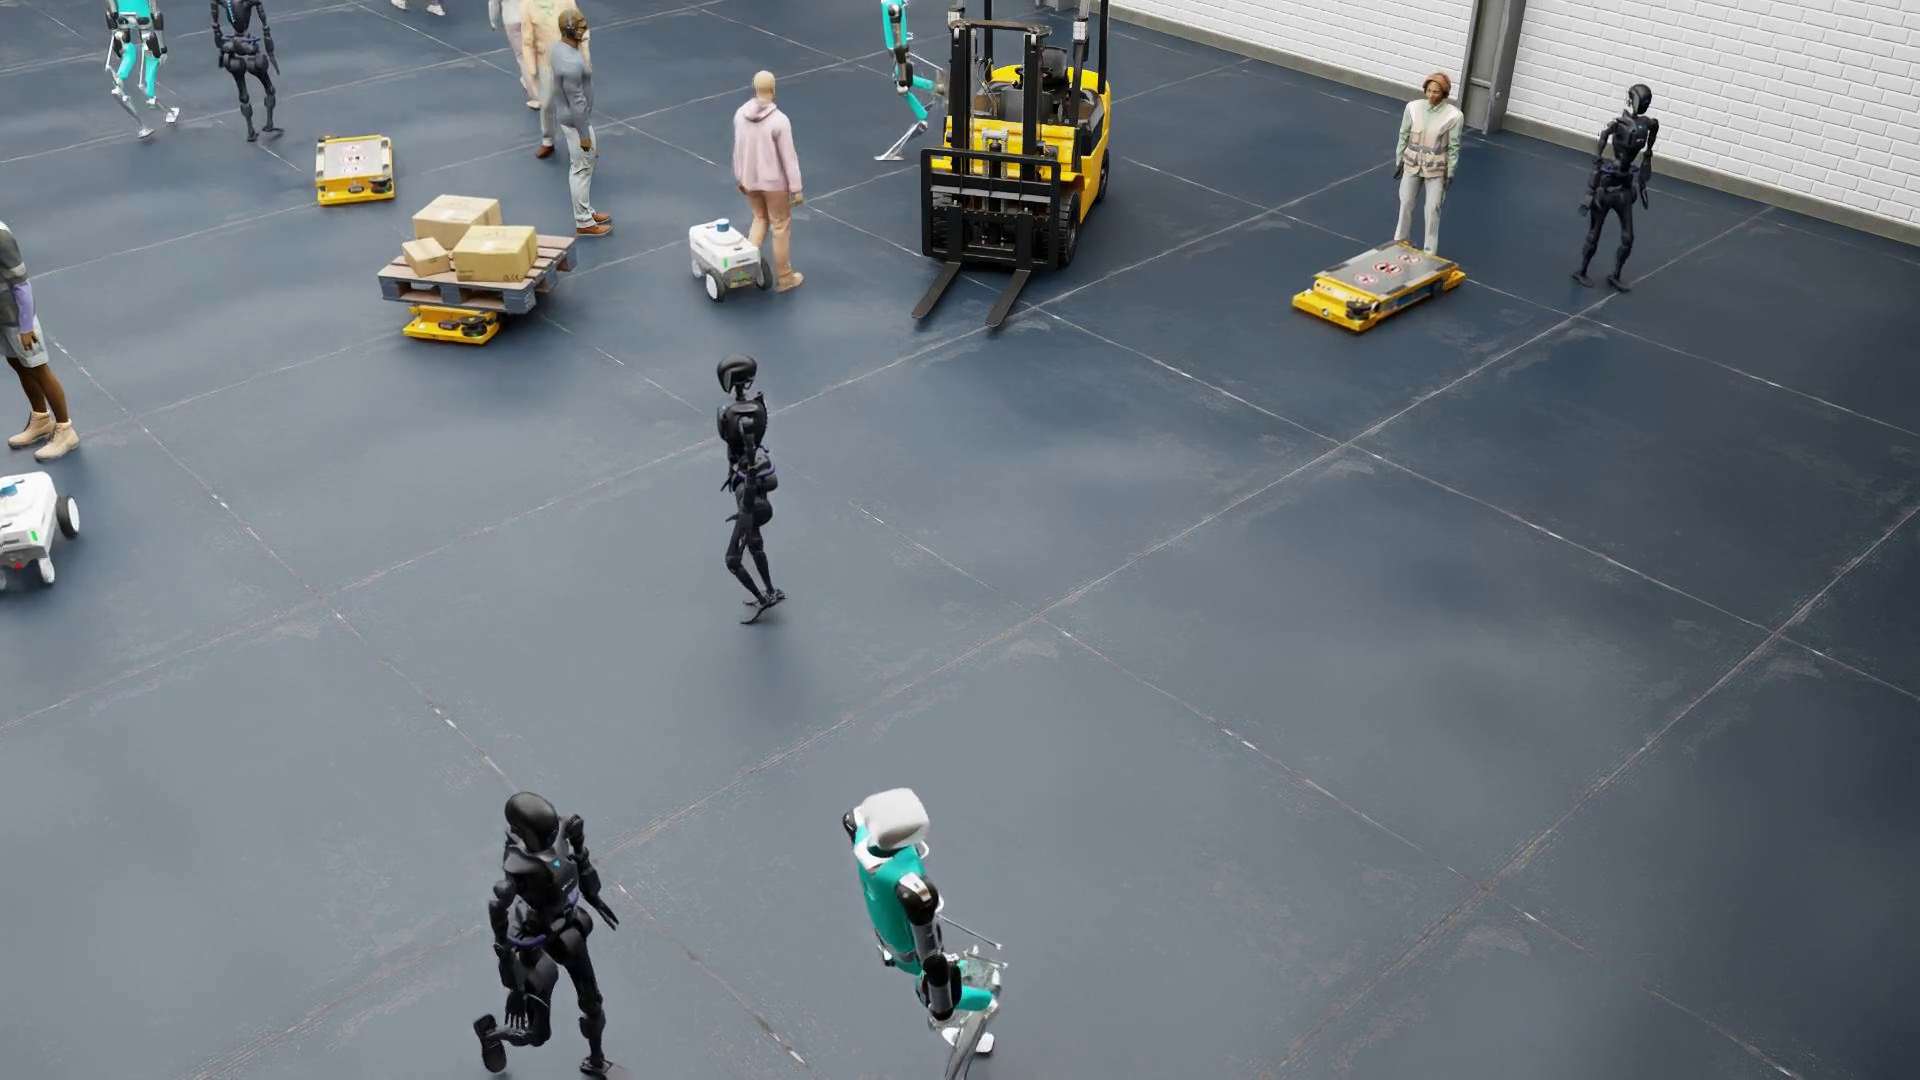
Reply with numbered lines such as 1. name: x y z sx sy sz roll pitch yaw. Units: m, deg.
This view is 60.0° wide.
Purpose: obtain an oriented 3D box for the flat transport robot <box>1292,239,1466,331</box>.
1. flat transport robot: 3.375 -2.052 13.328 1.431 0.231 0.659 -26 41 -34

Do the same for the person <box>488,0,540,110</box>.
1. person: -4.560 -5.345 17.044 0.541 1.722 0.865 -21 38 -29

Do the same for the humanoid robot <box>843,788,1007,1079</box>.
1. humanoid robot: 0.000 1.566 6.422 0.872 1.775 0.597 -18 37 -25

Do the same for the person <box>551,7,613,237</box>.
1. person: -3.224 -3.527 14.078 0.369 1.932 0.621 -10 34 -15

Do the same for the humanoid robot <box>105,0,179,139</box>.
1. humanoid robot: -7.992 -4.726 16.075 0.542 1.738 0.946 0 33 -1

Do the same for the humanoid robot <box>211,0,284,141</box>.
1. humanoid robot: -6.956 -4.728 16.151 0.607 1.648 0.394 3 33 4

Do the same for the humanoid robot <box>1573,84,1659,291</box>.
1. humanoid robot: 5.210 -2.761 13.124 0.609 1.645 0.520 -11 35 -17

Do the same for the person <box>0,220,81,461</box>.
1. person: -6.222 -1.472 10.814 0.607 2.040 0.390 23 39 31

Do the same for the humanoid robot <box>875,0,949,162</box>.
1. humanoid robot: -0.293 -4.406 15.628 0.994 1.776 0.531 -4 33 -7

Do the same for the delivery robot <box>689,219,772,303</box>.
1. delivery robot: -1.894 -2.301 13.430 0.499 0.576 0.768 -19 38 -26

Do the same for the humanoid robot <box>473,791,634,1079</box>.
1. humanoid robot: -1.672 1.534 6.552 0.649 1.628 0.617 15 36 22

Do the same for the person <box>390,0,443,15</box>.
1. person: -6.626 -7.267 19.909 0.885 1.832 0.804 28 42 36

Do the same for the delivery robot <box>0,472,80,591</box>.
1. delivery robot: -5.680 -0.095 10.048 0.499 0.586 0.765 -10 34 -15

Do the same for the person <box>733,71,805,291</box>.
1. person: -1.515 -2.786 13.092 0.608 1.767 0.435 18 37 26

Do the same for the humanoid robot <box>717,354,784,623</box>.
1. humanoid robot: -1.196 -0.307 9.354 0.367 1.643 0.589 -10 34 -14

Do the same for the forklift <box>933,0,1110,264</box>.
1. forklift: 0.570 -3.725 14.138 1.214 2.155 2.313 9 34 13

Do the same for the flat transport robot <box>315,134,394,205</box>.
1. flat transport robot: -5.645 -3.480 15.522 0.659 0.231 1.431 -9 34 -14

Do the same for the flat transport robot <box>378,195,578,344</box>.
1. flat transport robot: -3.768 -1.955 13.177 0.659 0.231 1.431 7 34 11

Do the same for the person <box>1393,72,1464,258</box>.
1. person: 3.787 -3.001 13.535 0.517 1.633 0.312 22 39 30

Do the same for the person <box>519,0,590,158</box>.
1. person: -3.806 -4.488 15.636 0.661 1.847 0.382 -10 34 -15
